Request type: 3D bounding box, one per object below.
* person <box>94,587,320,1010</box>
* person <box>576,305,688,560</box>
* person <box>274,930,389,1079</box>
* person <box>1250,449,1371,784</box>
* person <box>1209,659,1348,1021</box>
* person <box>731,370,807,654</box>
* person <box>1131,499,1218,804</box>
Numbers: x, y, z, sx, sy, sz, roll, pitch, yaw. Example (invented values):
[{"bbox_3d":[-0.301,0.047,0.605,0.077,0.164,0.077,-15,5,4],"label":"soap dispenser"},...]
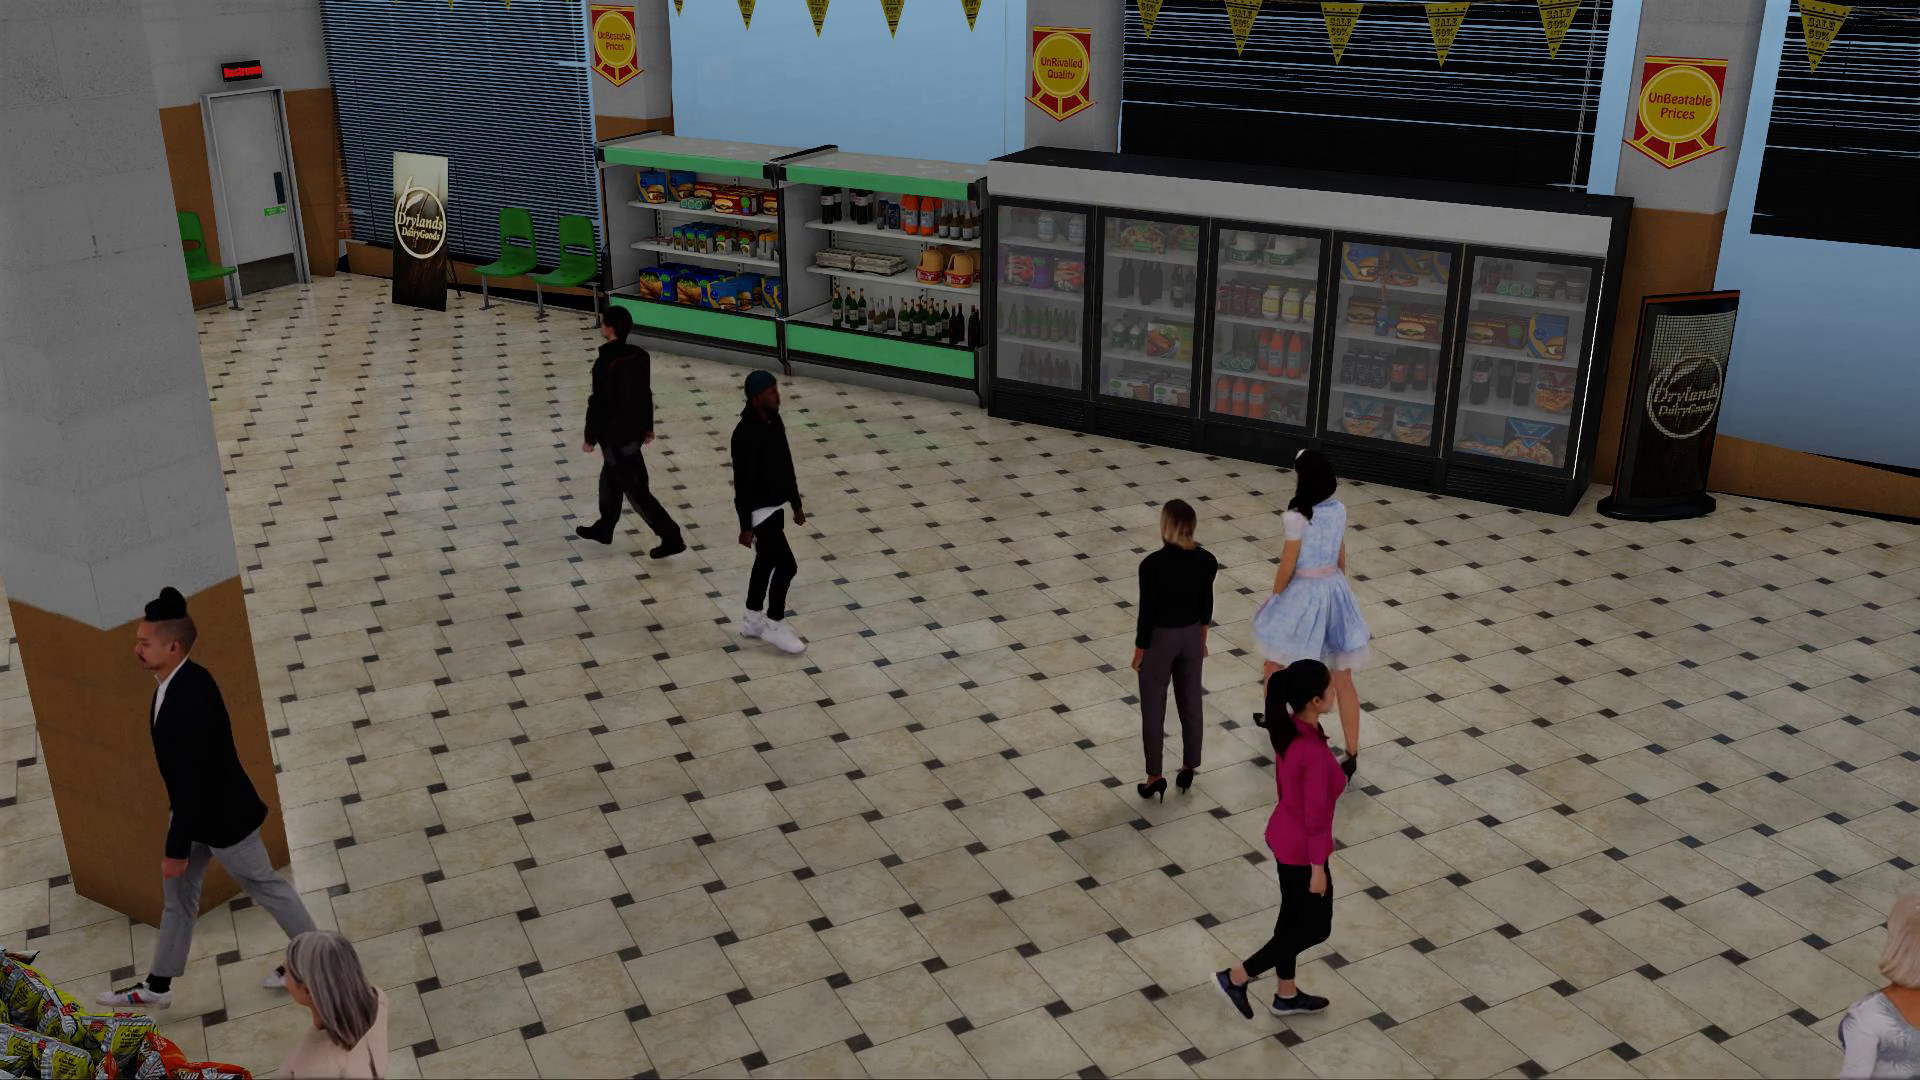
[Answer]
[{"bbox_3d":[-3.042,1.105,7.008,1.111,1.904,1.228,-15,26,-33],"label":"person"},{"bbox_3d":[-2.285,-0.702,11.647,1.262,1.799,0.908,7,23,16],"label":"person"},{"bbox_3d":[-1.856,1.946,5.140,0.691,1.736,0.682,1,22,2],"label":"person"},{"bbox_3d":[1.905,0.458,8.828,1.029,1.748,1.166,-8,23,-19],"label":"person"},{"bbox_3d":[1.315,1.280,6.856,0.916,1.692,0.834,-3,22,-7],"label":"person"},{"bbox_3d":[-1.303,-0.190,10.369,0.830,1.801,0.773,6,23,15],"label":"person"},{"bbox_3d":[1.100,0.581,8.625,0.687,1.670,0.723,-9,23,-21],"label":"person"}]
